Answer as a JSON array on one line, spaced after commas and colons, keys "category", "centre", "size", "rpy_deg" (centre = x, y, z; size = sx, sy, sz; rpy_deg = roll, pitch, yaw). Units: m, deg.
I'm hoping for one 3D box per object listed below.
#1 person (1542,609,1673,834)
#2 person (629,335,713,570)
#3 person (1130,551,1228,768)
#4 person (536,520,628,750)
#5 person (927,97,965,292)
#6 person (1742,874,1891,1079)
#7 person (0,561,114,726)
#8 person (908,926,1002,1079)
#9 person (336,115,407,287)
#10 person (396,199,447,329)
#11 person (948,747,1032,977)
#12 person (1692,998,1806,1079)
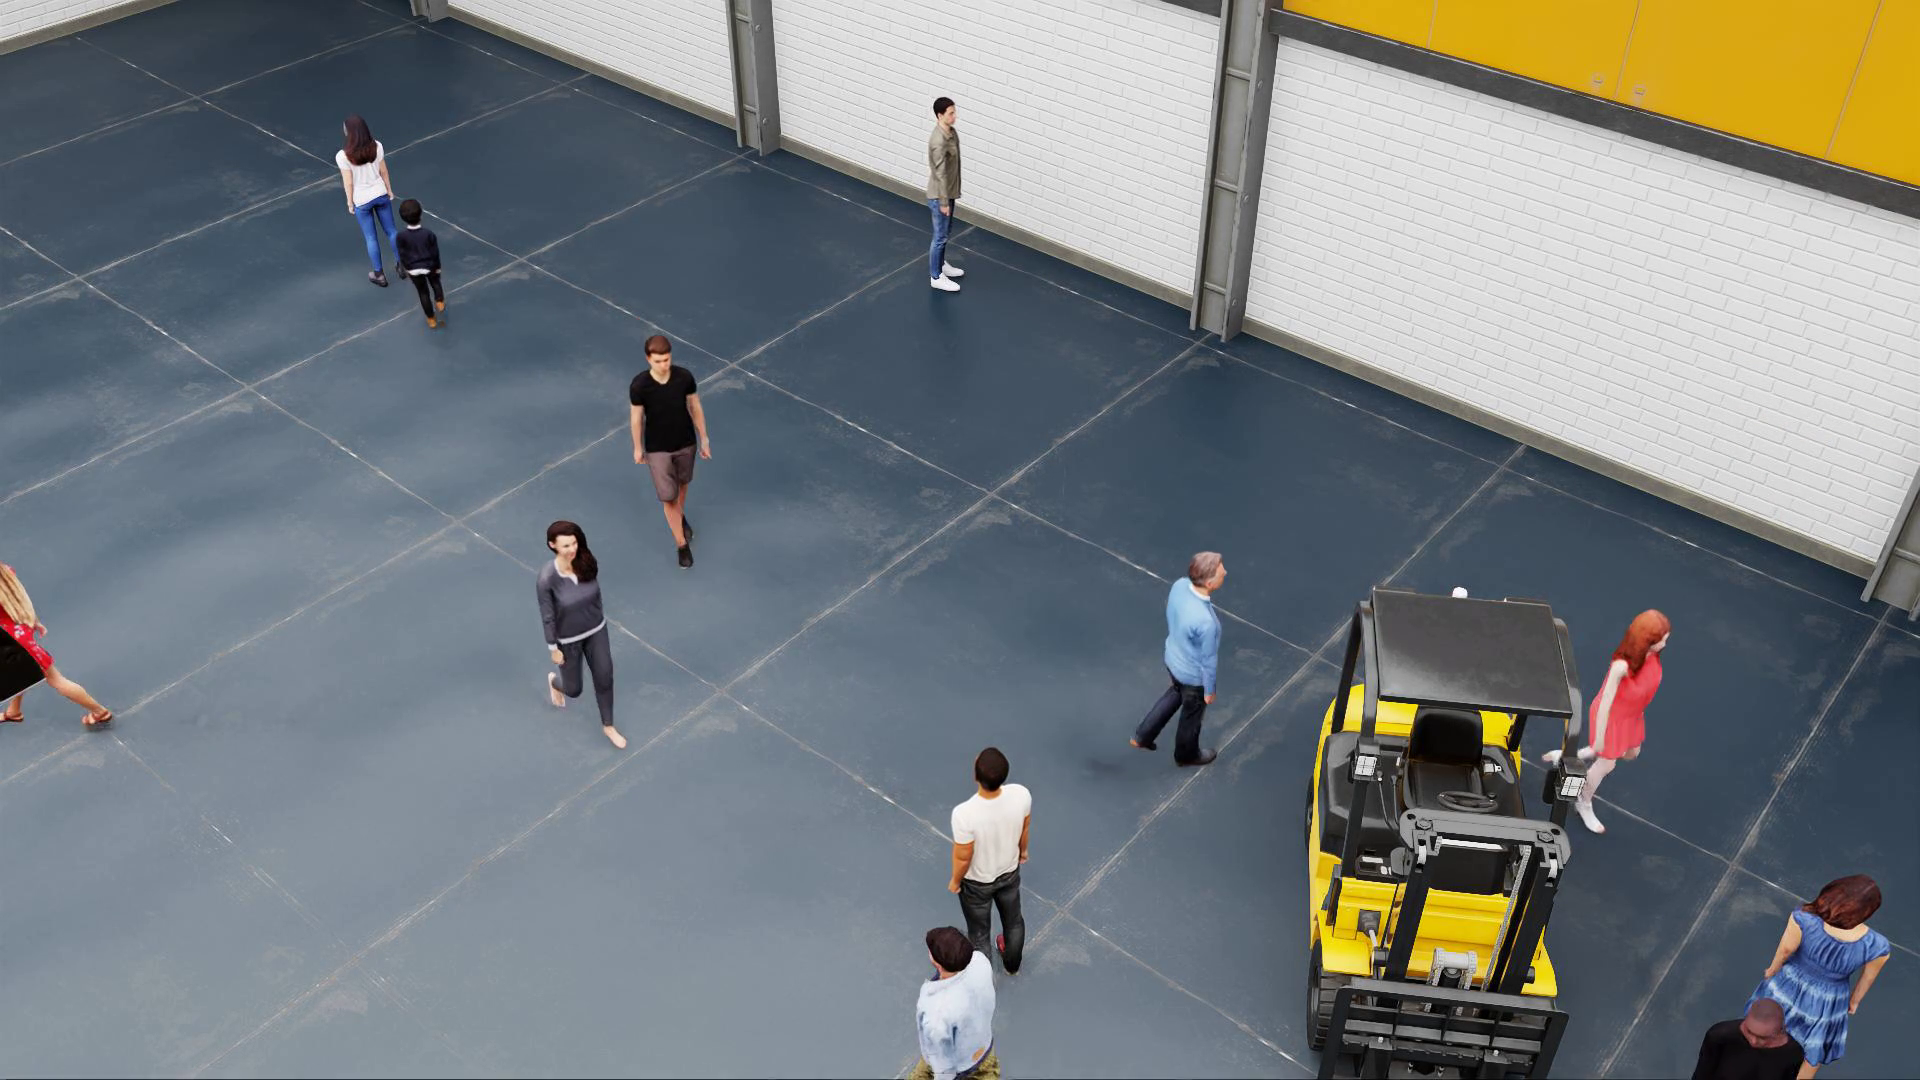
[{"category": "person", "centre": [3.938, 1.059, 10.196], "size": [0.688, 1.808, 0.809], "rpy_deg": [-30, 47, -32]}, {"category": "person", "centre": [-2.193, -0.778, 12.469], "size": [0.946, 1.841, 1.120], "rpy_deg": [-17, 42, -20]}, {"category": "person", "centre": [1.391, 0.789, 10.537], "size": [0.956, 1.805, 0.923], "rpy_deg": [-12, 40, -14]}, {"category": "person", "centre": [-2.537, 0.581, 10.838], "size": [0.691, 1.755, 0.969], "rpy_deg": [-31, 48, -33]}, {"category": "person", "centre": [-0.163, -3.251, 15.546], "size": [0.780, 1.867, 0.789], "rpy_deg": [5, 39, 6]}, {"category": "person", "centre": [4.368, 2.356, 8.573], "size": [0.580, 1.806, 0.772], "rpy_deg": [18, 42, 21]}, {"category": "person", "centre": [-6.075, 0.679, 10.881], "size": [1.101, 1.547, 1.022], "rpy_deg": [-1, 39, -2]}, {"category": "person", "centre": [0.063, 2.603, 8.293], "size": [1.142, 1.770, 0.703], "rpy_deg": [26, 45, 29]}, {"category": "person", "centre": [-5.524, -3.178, 15.602], "size": [0.631, 1.683, 0.563], "rpy_deg": [-29, 47, -31]}, {"category": "person", "centre": [-4.896, -2.493, 15.123], "size": [0.708, 1.209, 0.809], "rpy_deg": [-12, 40, -15]}, {"category": "person", "centre": [0.167, 1.829, 9.236], "size": [0.709, 1.803, 0.658], "rpy_deg": [-20, 43, -23]}, {"category": "person", "centre": [3.777, 2.713, 8.208], "size": [1.014, 1.705, 0.866], "rpy_deg": [15, 41, 18]}]
